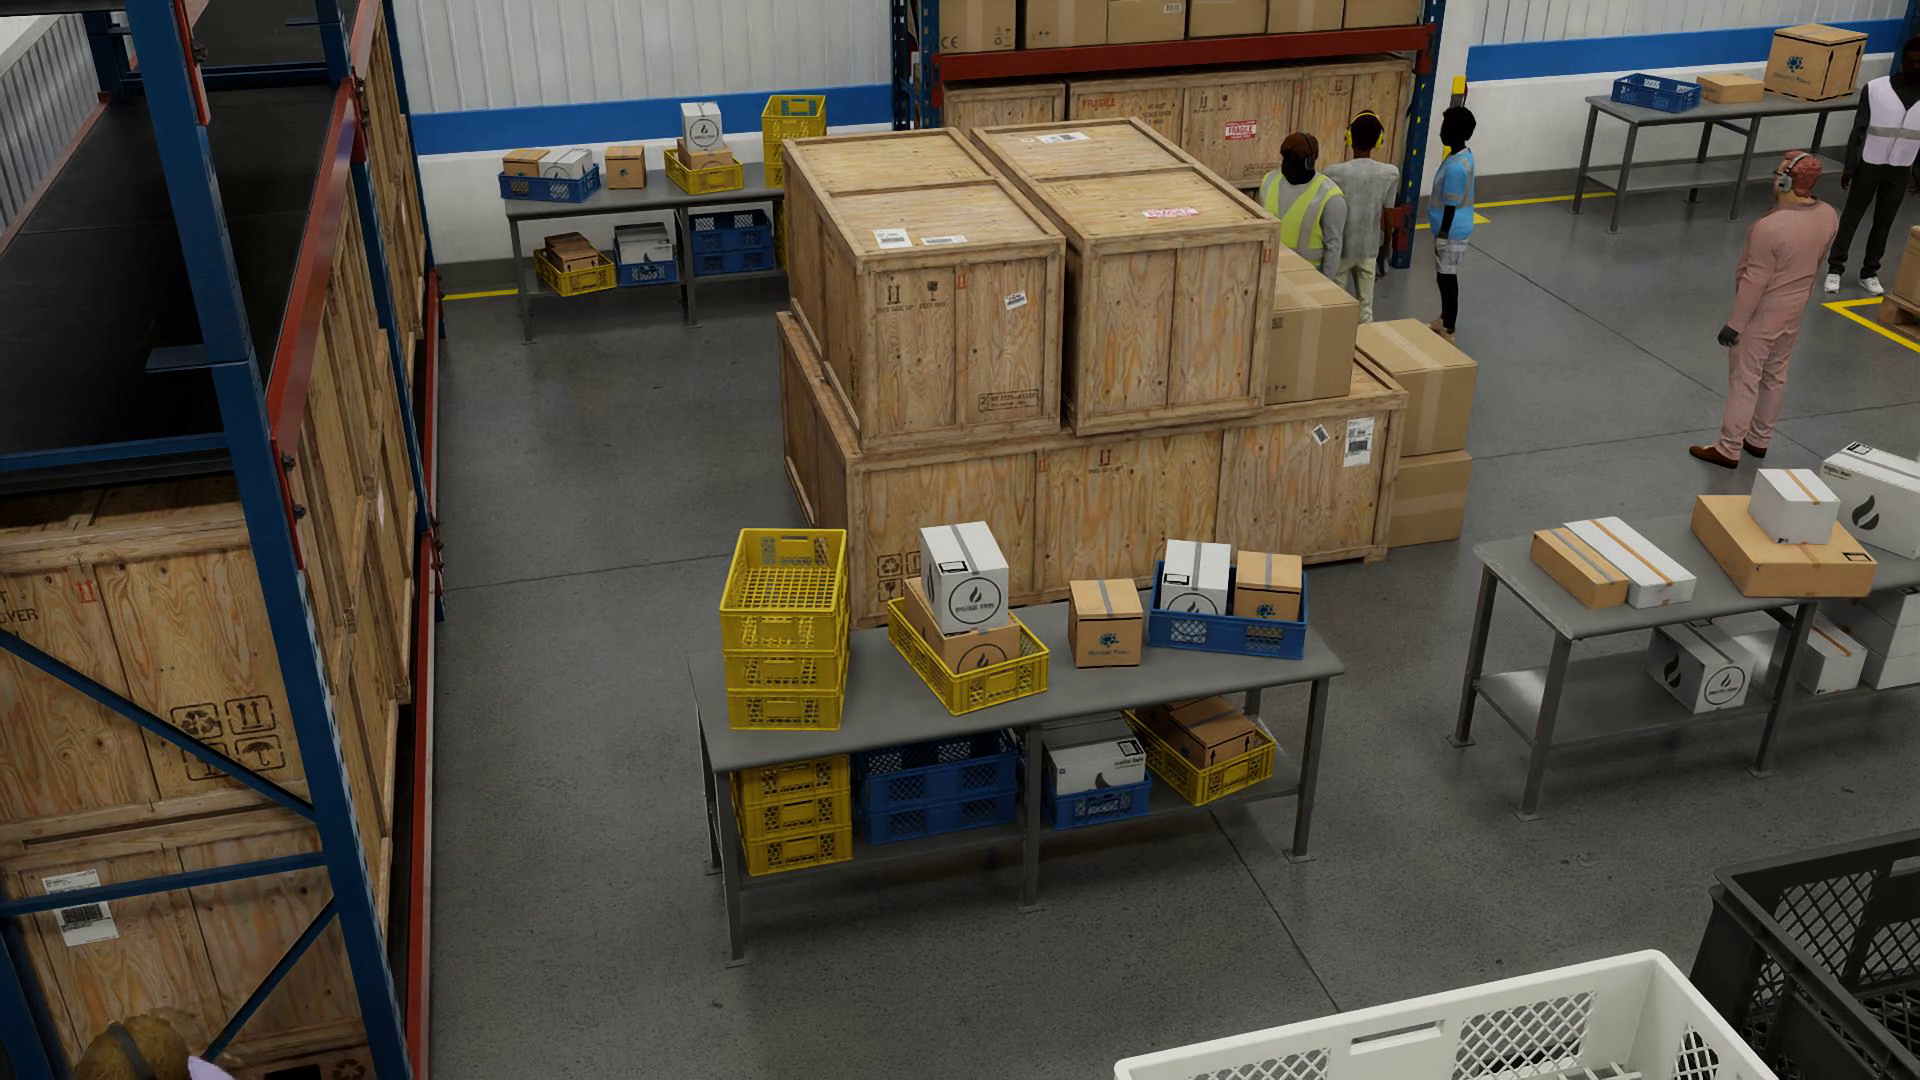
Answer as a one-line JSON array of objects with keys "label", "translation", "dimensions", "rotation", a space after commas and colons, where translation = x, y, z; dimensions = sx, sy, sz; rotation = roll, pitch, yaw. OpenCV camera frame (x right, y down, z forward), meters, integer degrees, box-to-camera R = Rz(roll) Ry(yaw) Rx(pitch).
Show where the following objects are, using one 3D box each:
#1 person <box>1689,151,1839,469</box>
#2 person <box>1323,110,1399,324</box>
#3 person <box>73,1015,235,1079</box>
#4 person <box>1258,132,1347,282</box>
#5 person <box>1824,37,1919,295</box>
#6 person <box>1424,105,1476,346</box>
[{"label": "person", "translation": [4.765, -1.354, 9.862], "dimensions": [0.639, 1.909, 0.407], "rotation": [-15, 32, -25]}, {"label": "person", "translation": [2.535, -1.842, 10.791], "dimensions": [0.520, 1.869, 0.332], "rotation": [1, 29, 2]}, {"label": "person", "translation": [-1.621, 1.811, 4.119], "dimensions": [0.833, 1.911, 0.639], "rotation": [-24, 37, -37]}, {"label": "person", "translation": [2.059, -1.646, 10.459], "dimensions": [0.429, 1.842, 0.636], "rotation": [-26, 38, -38]}, {"label": "person", "translation": [6.938, -2.802, 12.480], "dimensions": [0.591, 1.919, 0.392], "rotation": [5, 29, 9]}, {"label": "person", "translation": [3.394, -2.159, 11.549], "dimensions": [0.321, 1.689, 0.535], "rotation": [8, 30, 14]}]
